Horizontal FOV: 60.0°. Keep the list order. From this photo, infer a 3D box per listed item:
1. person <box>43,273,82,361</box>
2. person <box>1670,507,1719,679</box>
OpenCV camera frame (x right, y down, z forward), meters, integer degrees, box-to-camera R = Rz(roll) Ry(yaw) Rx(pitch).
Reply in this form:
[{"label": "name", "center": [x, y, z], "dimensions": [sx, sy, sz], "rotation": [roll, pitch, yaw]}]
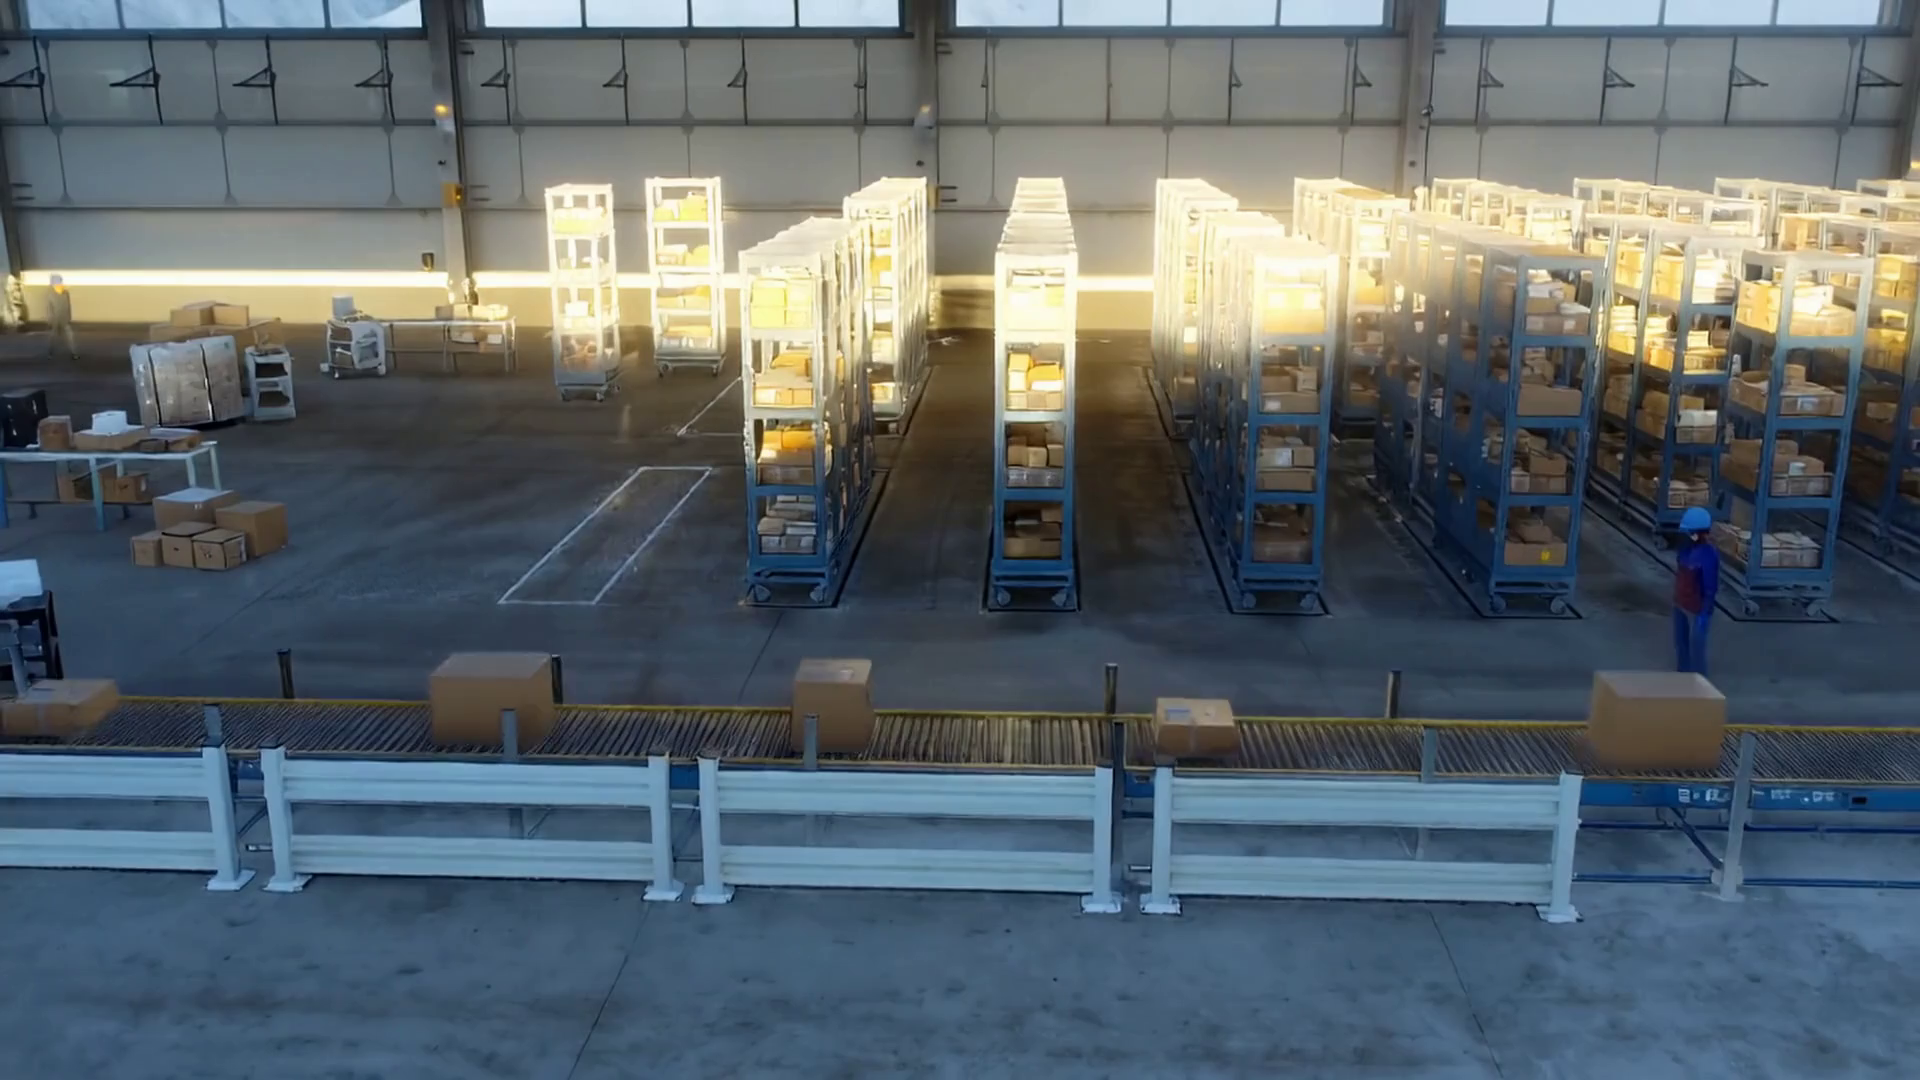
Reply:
[{"label": "person", "center": [-17.603, -4.351, 32.432], "dimensions": [0.773, 1.725, 0.574], "rotation": [7, 17, 25]}, {"label": "person", "center": [6.154, 0.580, 14.045], "dimensions": [0.328, 1.765, 0.532], "rotation": [-1, 15, -5]}]
